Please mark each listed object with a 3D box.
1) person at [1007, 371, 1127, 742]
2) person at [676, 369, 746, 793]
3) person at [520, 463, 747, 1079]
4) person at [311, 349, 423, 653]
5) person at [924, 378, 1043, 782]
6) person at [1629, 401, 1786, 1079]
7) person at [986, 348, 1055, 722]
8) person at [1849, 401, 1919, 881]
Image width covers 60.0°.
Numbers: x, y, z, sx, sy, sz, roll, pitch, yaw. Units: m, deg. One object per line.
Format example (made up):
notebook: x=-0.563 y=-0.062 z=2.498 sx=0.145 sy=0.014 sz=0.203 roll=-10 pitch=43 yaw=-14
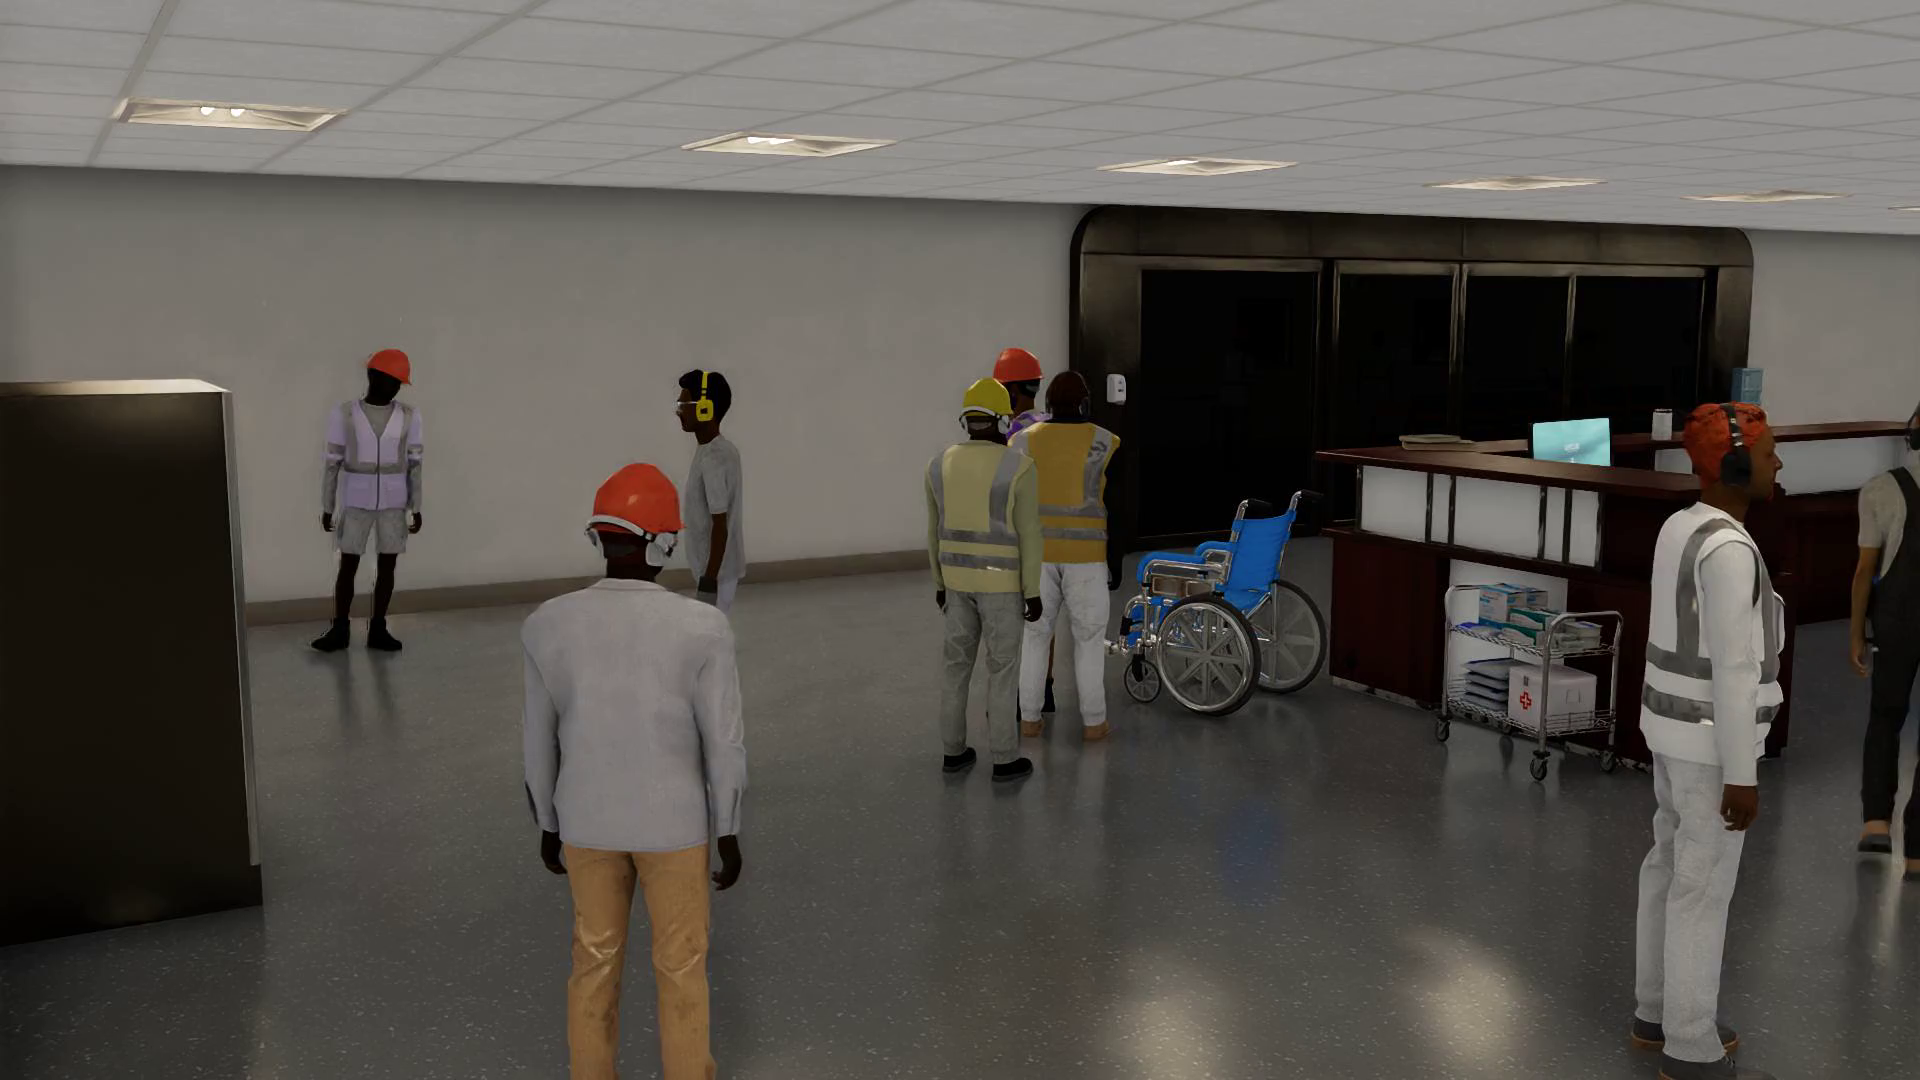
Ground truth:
person: x=0.523 y=0.082 z=8.260 sx=0.624 sy=1.835 sz=0.431 roll=2 pitch=8 yaw=16
person: x=-1.115 y=0.183 z=7.367 sx=0.329 sy=1.872 sz=0.508 roll=-1 pitch=8 yaw=-6
person: x=-0.799 y=0.682 z=4.172 sx=0.566 sy=1.750 sz=0.341 roll=2 pitch=8 yaw=11
person: x=-3.657 y=-0.229 z=10.298 sx=0.676 sy=1.897 sz=0.370 roll=-4 pitch=9 yaw=-25
person: x=0.122 y=0.178 z=7.584 sx=0.592 sy=1.826 sz=0.404 roll=5 pitch=9 yaw=33
person: x=2.059 y=0.564 z=4.559 sx=0.356 sy=1.884 sz=0.574 roll=1 pitch=8 yaw=7
person: x=0.308 y=-0.023 z=8.624 sx=0.374 sy=1.933 sz=0.552 roll=3 pitch=8 yaw=22
person: x=3.629 y=0.359 z=6.229 sx=0.511 sy=1.834 sz=0.415 roll=6 pitch=10 yaw=38
